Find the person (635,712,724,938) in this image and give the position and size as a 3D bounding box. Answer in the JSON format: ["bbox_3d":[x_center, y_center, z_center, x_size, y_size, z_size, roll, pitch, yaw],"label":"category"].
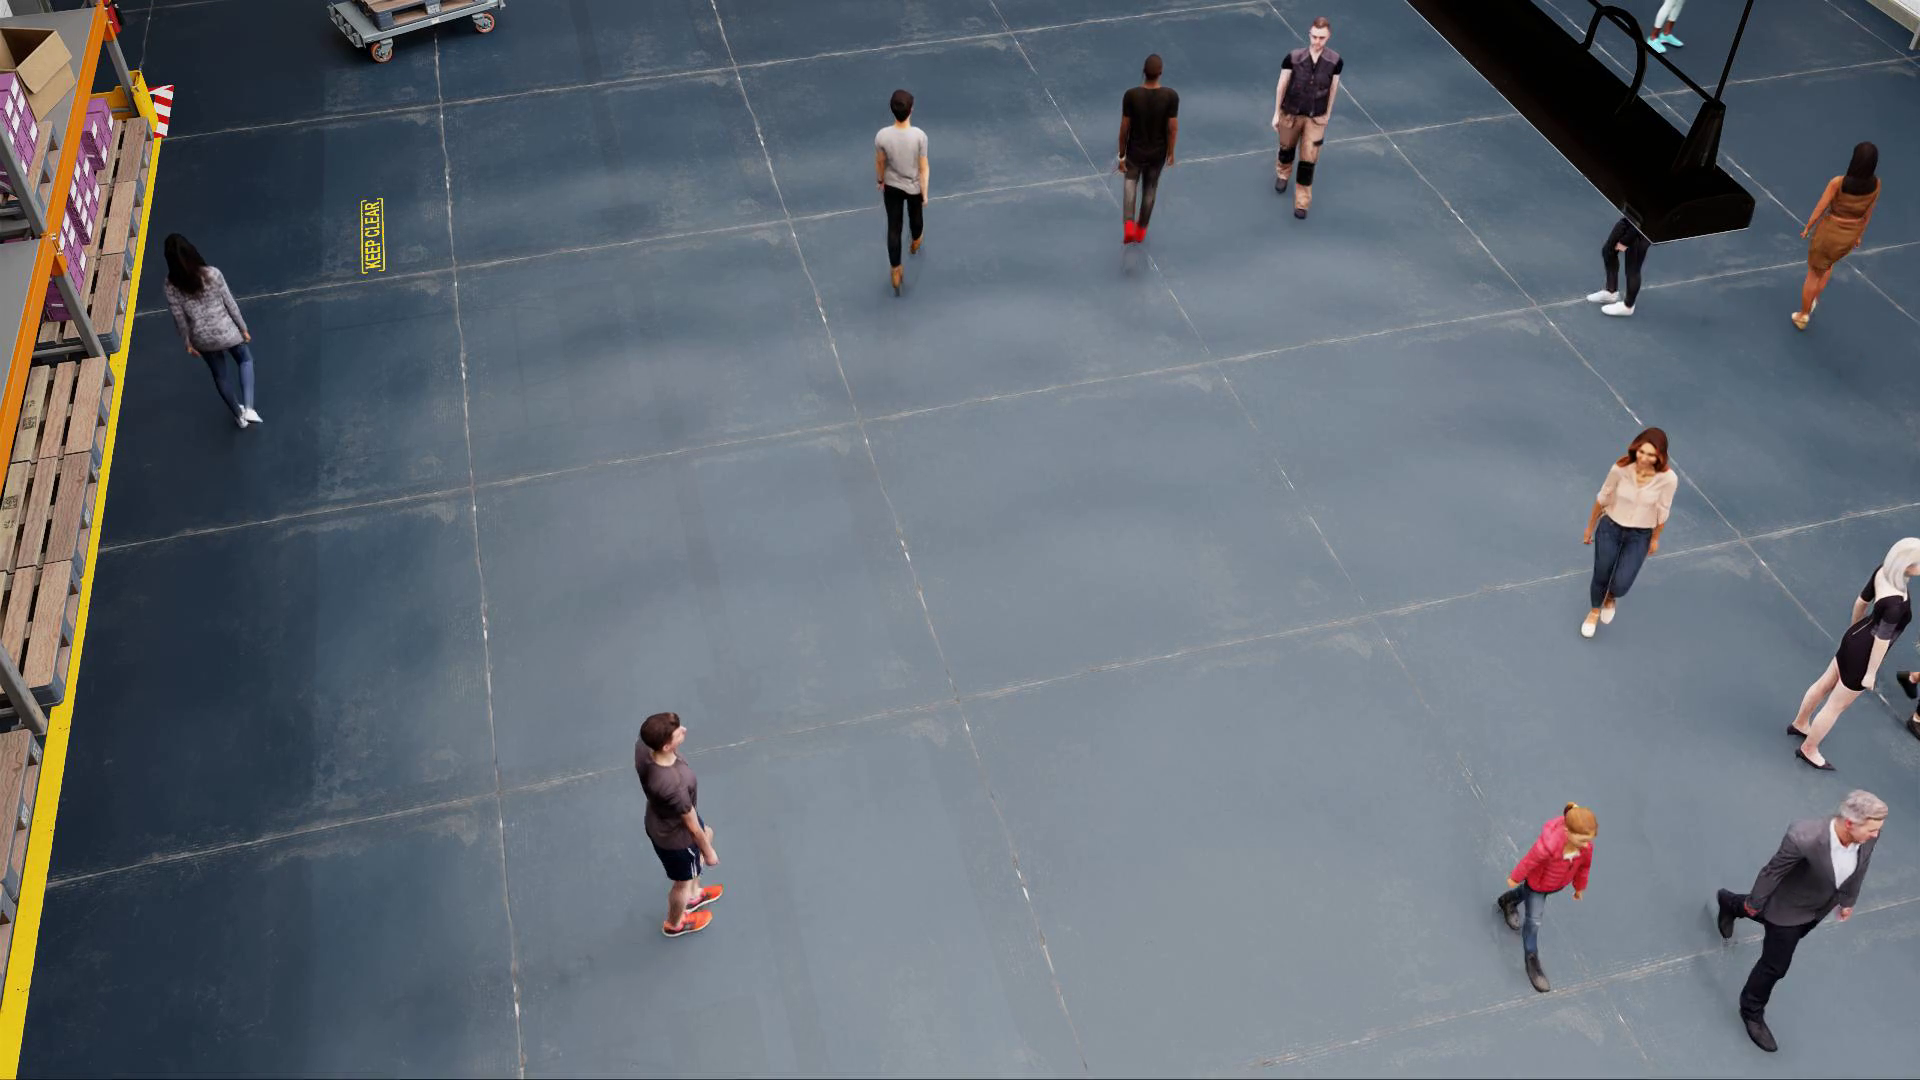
[{"bbox_3d":[-1.648,1.615,9.141,0.806,1.837,0.684,-21,48,-21],"label":"person"}]

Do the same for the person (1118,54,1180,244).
[{"bbox_3d":[1.603,-3.308,14.341,0.818,1.794,0.934,5,44,5],"label":"person"}]

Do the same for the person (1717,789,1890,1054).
[{"bbox_3d":[4.465,1.859,8.910,0.697,1.803,1.108,-11,45,-12],"label":"person"}]

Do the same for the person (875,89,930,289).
[{"bbox_3d":[-0.499,-2.937,14.033,0.882,1.680,1.200,4,44,5],"label":"person"}]

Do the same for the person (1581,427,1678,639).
[{"bbox_3d":[4.409,-0.099,10.982,0.766,1.779,0.826,21,47,20],"label":"person"}]

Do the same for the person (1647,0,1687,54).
[{"bbox_3d":[7.451,-5.871,17.084,0.652,1.721,0.661,-31,52,-29],"label":"person"}]

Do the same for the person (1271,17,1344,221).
[{"bbox_3d":[3.077,-3.868,14.928,1.032,1.794,1.263,9,44,9],"label":"person"}]

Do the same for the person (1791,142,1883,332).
[{"bbox_3d":[7.118,-2.406,13.479,0.658,1.675,0.688,1,44,1],"label":"person"}]

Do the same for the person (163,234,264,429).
[{"bbox_3d":[-5.594,-1.494,12.490,0.635,1.720,0.739,-12,45,-13],"label":"person"}]

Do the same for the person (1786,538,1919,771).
[{"bbox_3d":[5.484,0.677,10.131,0.719,1.829,0.586,8,44,8],"label":"person"}]

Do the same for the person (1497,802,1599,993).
[{"bbox_3d":[3.254,1.848,9.302,0.546,1.278,0.892,-9,44,-9],"label":"person"}]
